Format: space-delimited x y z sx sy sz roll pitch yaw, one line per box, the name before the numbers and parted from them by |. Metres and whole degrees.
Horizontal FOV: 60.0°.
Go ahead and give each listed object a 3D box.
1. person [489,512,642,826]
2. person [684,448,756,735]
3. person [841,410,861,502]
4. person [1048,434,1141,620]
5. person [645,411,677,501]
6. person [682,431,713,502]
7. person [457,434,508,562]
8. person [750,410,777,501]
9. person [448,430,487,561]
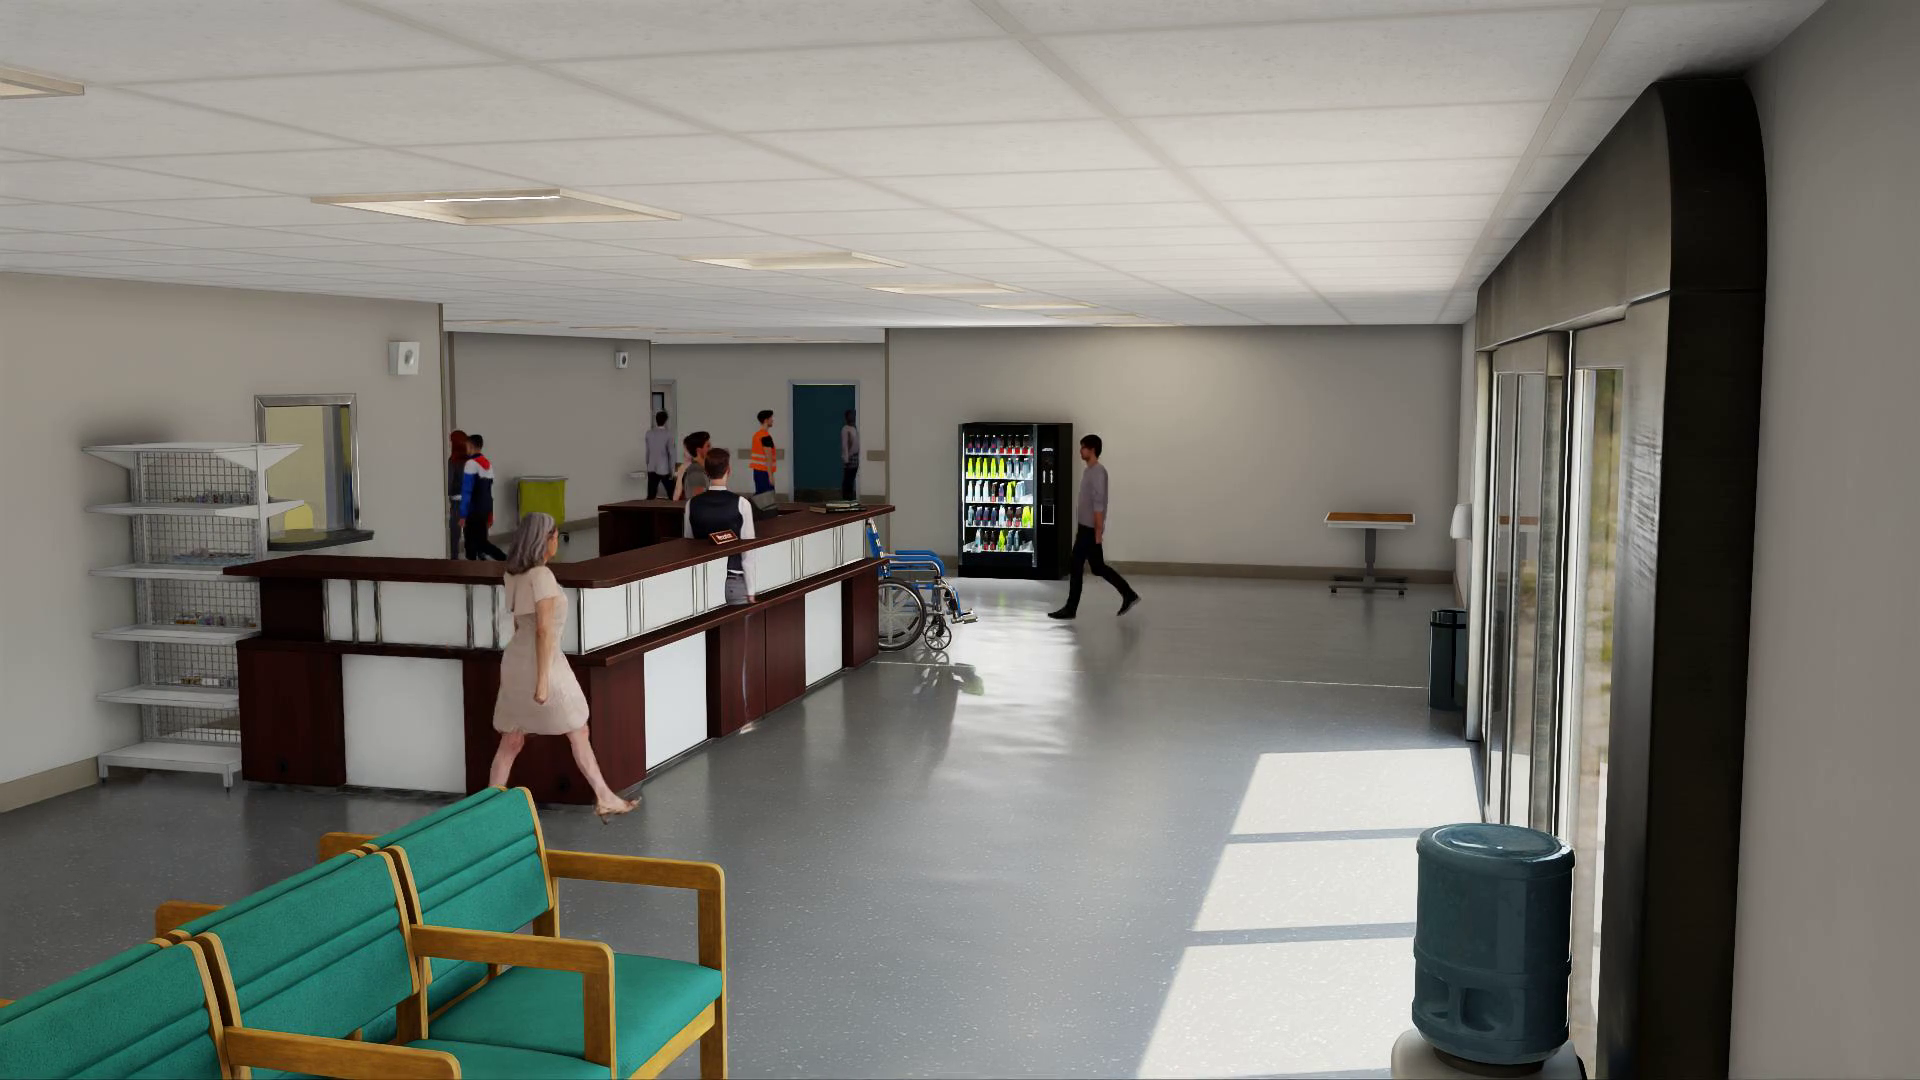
person | -2.245 0.746 8.429 1.032 1.694 1.124 -5 8 -43
person | -1.632 0.337 11.298 0.518 1.935 0.721 1 6 11
person | -1.995 -1.469 30.058 0.559 1.772 0.644 2 6 23
person | 1.370 -0.100 16.273 1.254 1.809 0.945 0 6 -4
person | -4.686 -1.049 25.724 1.030 1.805 0.796 1 6 10
person | -2.565 -0.047 15.597 1.298 1.838 0.927 0 6 -2
person | -5.300 -0.289 18.575 1.086 1.724 0.748 1 6 6
person | -2.924 -0.982 24.668 0.897 1.883 0.843 -3 6 -25
person | -5.707 -0.376 19.235 0.923 1.765 0.744 3 6 27
